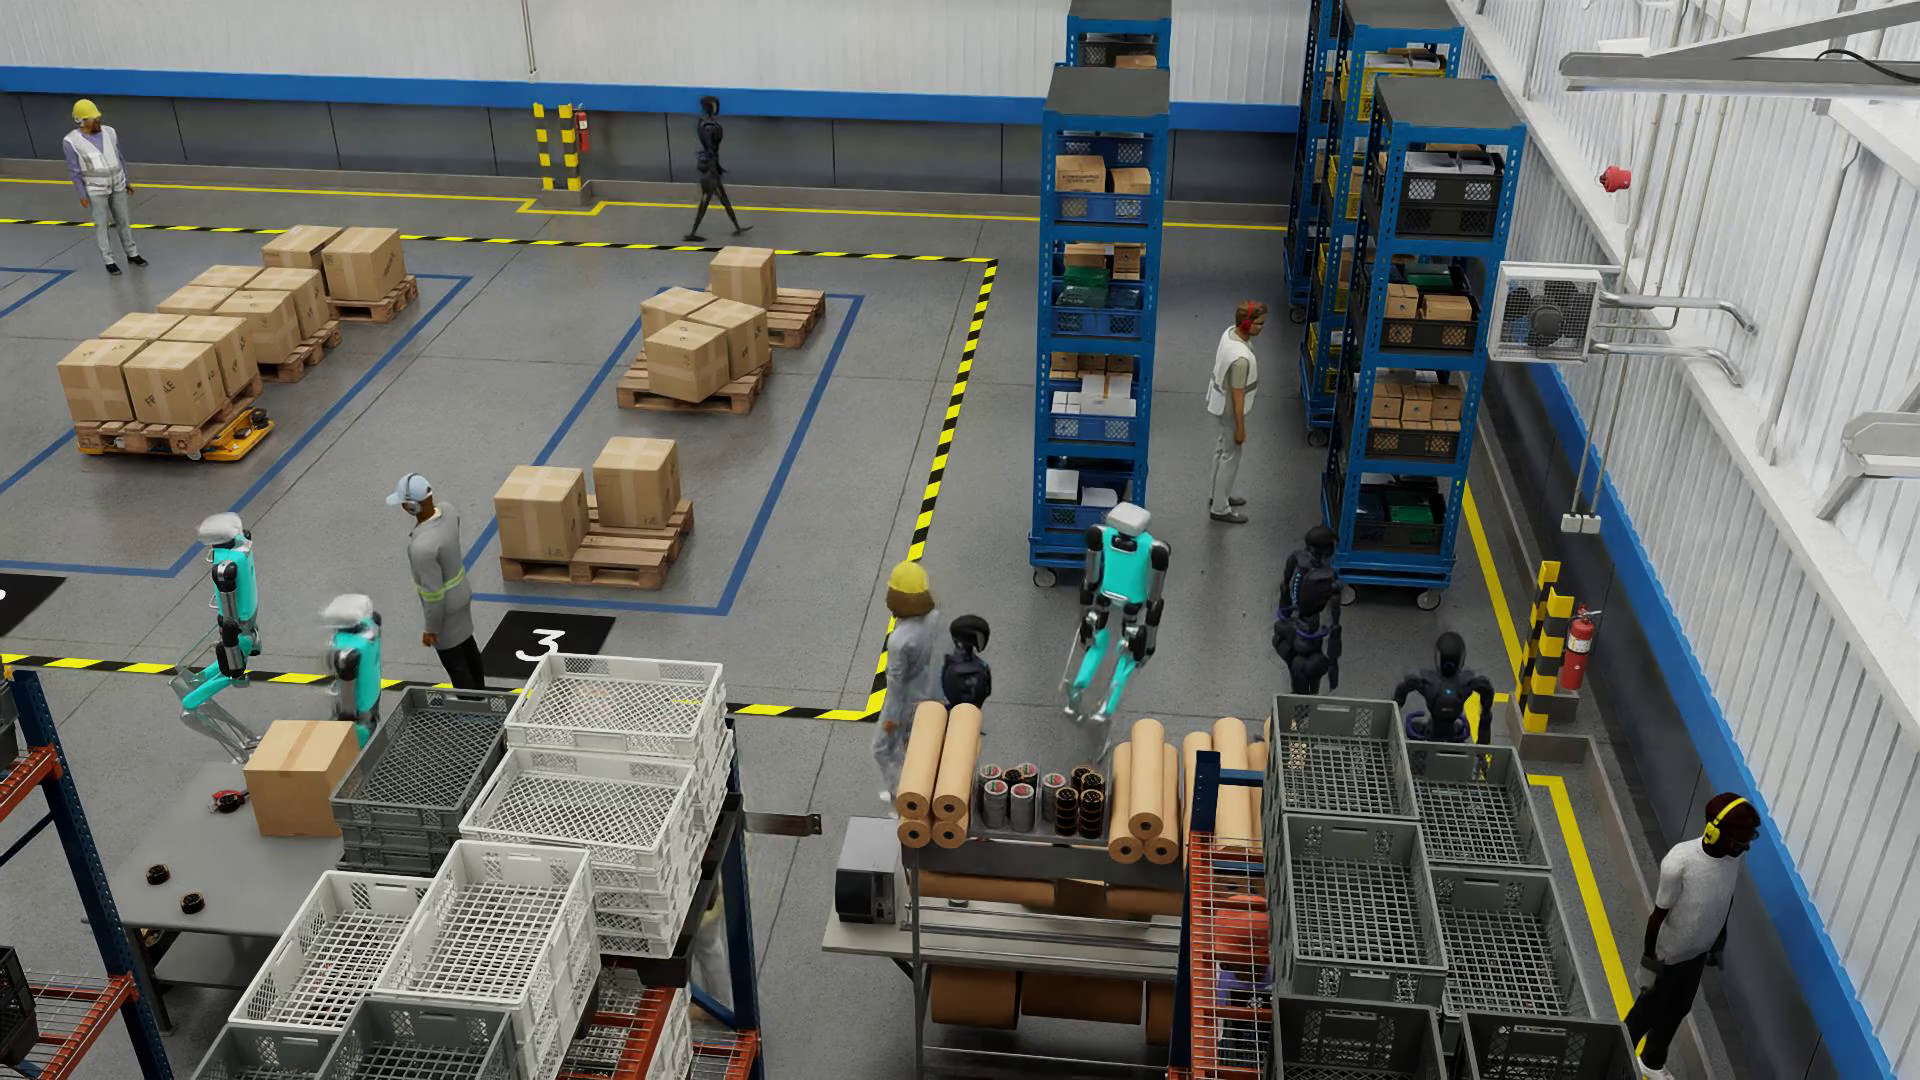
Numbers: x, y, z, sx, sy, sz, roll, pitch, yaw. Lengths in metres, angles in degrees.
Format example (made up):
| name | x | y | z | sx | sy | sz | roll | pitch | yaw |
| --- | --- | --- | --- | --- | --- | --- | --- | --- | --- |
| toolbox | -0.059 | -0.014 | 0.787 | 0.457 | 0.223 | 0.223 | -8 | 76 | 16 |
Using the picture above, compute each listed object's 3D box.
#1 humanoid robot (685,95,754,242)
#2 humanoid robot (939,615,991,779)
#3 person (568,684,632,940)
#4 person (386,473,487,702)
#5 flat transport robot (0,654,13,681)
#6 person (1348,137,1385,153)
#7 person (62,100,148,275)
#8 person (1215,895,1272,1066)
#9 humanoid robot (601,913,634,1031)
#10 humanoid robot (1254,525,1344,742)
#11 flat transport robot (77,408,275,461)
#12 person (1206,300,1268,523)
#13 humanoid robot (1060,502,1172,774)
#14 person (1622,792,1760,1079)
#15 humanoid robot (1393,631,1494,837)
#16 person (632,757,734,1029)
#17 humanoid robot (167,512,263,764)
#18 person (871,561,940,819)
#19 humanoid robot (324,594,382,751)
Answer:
| name | x | y | z | sx | sy | sz | roll | pitch | yaw |
| --- | --- | --- | --- | --- | --- | --- | --- | --- | --- |
| humanoid robot | -2.725 | -4.088 | 18.340 | 0.777 | 1.623 | 0.591 | -2 | 30 | -4 |
| humanoid robot | 0.013 | 1.147 | 9.309 | 0.443 | 1.649 | 0.601 | -3 | 30 | -6 |
| person | -1.785 | 1.525 | 8.438 | 0.885 | 1.900 | 0.554 | 9 | 31 | 14 |
| person | -3.264 | 0.400 | 10.417 | 0.400 | 1.847 | 0.587 | 0 | 30 | 1 |
| flat transport robot | -7.142 | 0.969 | 11.010 | 1.431 | 0.231 | 0.659 | 3 | 30 | 6 |
| person | 4.327 | -3.973 | 17.917 | 0.513 | 1.864 | 0.321 | 11 | 32 | 19 |
| person | -9.003 | -3.721 | 17.510 | 0.404 | 1.830 | 0.600 | 19 | 35 | 29 |
| person | 1.130 | 2.289 | 6.980 | 0.372 | 2.041 | 0.613 | -13 | 32 | -21 |
| humanoid robot | -1.793 | 2.045 | 7.798 | 0.597 | 1.650 | 0.540 | 13 | 33 | 21 |
| humanoid robot | 2.047 | 0.627 | 10.216 | 0.611 | 1.641 | 0.604 | -15 | 33 | -24 |
| flat transport robot | -6.728 | -0.944 | 14.268 | 1.431 | 0.197 | 0.652 | 3 | 30 | 6 |
| person | 2.105 | -0.990 | 12.823 | 0.412 | 1.830 | 0.575 | 1 | 30 | 2 |
| humanoid robot | 0.868 | 0.736 | 10.054 | 0.550 | 1.899 | 0.752 | 15 | 33 | 24 |
| person | 3.388 | 1.931 | 7.782 | 0.512 | 1.858 | 0.333 | -13 | 33 | -21 |
| humanoid robot | 2.656 | 1.168 | 9.270 | 0.610 | 1.645 | 0.415 | 2 | 30 | 4 |
| person | -1.350 | 1.757 | 8.129 | 0.433 | 1.799 | 0.669 | 22 | 37 | 33 |
| humanoid robot | -4.512 | 0.627 | 10.004 | 0.735 | 1.677 | 0.533 | -5 | 31 | -9 |
| person | -0.328 | 0.900 | 9.668 | 0.369 | 1.730 | 0.501 | 16 | 34 | 26 |
| humanoid robot | -3.613 | 1.132 | 9.328 | 0.951 | 1.806 | 0.569 | -1 | 30 | -2 |
